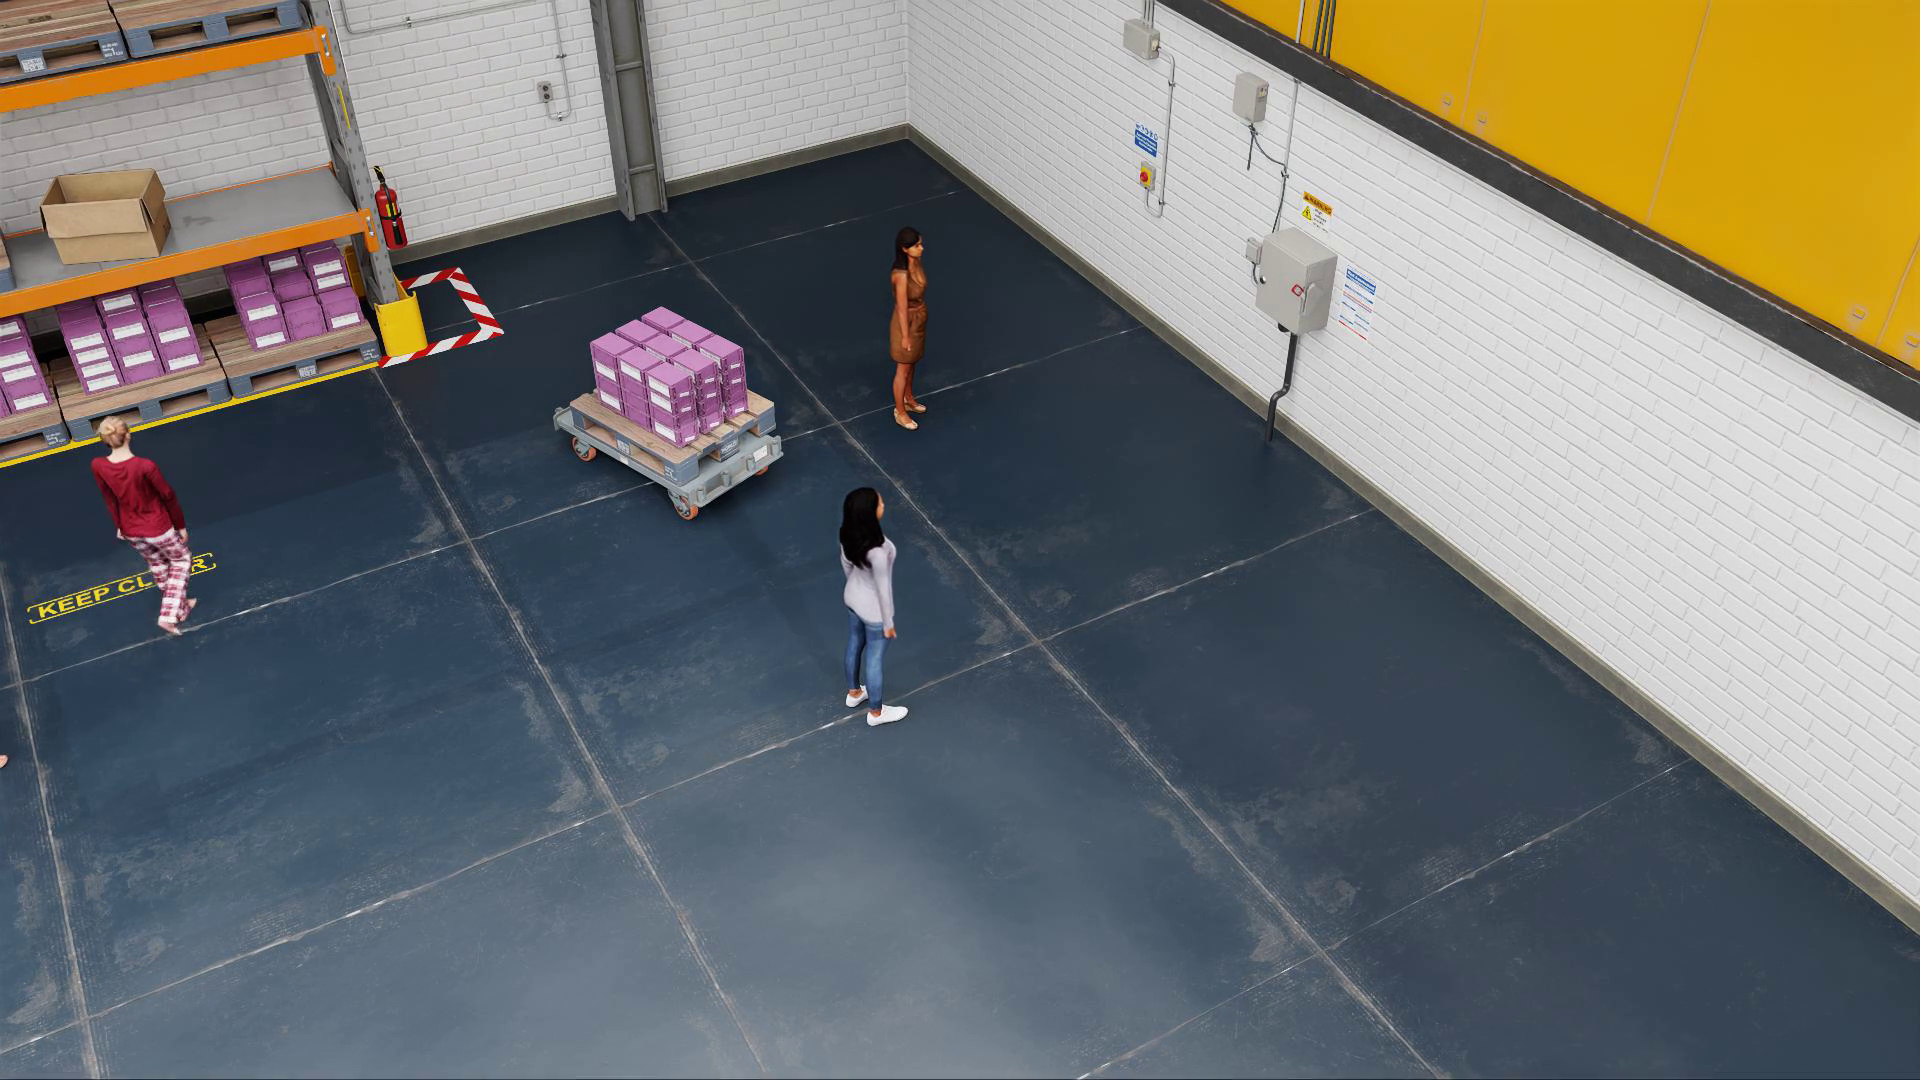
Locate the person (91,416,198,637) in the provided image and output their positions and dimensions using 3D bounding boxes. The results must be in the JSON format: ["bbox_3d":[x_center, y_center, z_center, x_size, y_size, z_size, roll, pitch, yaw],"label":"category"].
[{"bbox_3d":[-5.289,-0.052,10.796,0.871,1.686,0.895,-1,39,-1],"label":"person"}]

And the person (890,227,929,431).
[{"bbox_3d":[-0.391,-1.643,12.786,0.701,1.689,0.638,10,40,12],"label":"person"}]

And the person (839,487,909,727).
[{"bbox_3d":[-0.571,0.399,10.193,0.540,1.734,0.614,-24,44,-27],"label":"person"}]
